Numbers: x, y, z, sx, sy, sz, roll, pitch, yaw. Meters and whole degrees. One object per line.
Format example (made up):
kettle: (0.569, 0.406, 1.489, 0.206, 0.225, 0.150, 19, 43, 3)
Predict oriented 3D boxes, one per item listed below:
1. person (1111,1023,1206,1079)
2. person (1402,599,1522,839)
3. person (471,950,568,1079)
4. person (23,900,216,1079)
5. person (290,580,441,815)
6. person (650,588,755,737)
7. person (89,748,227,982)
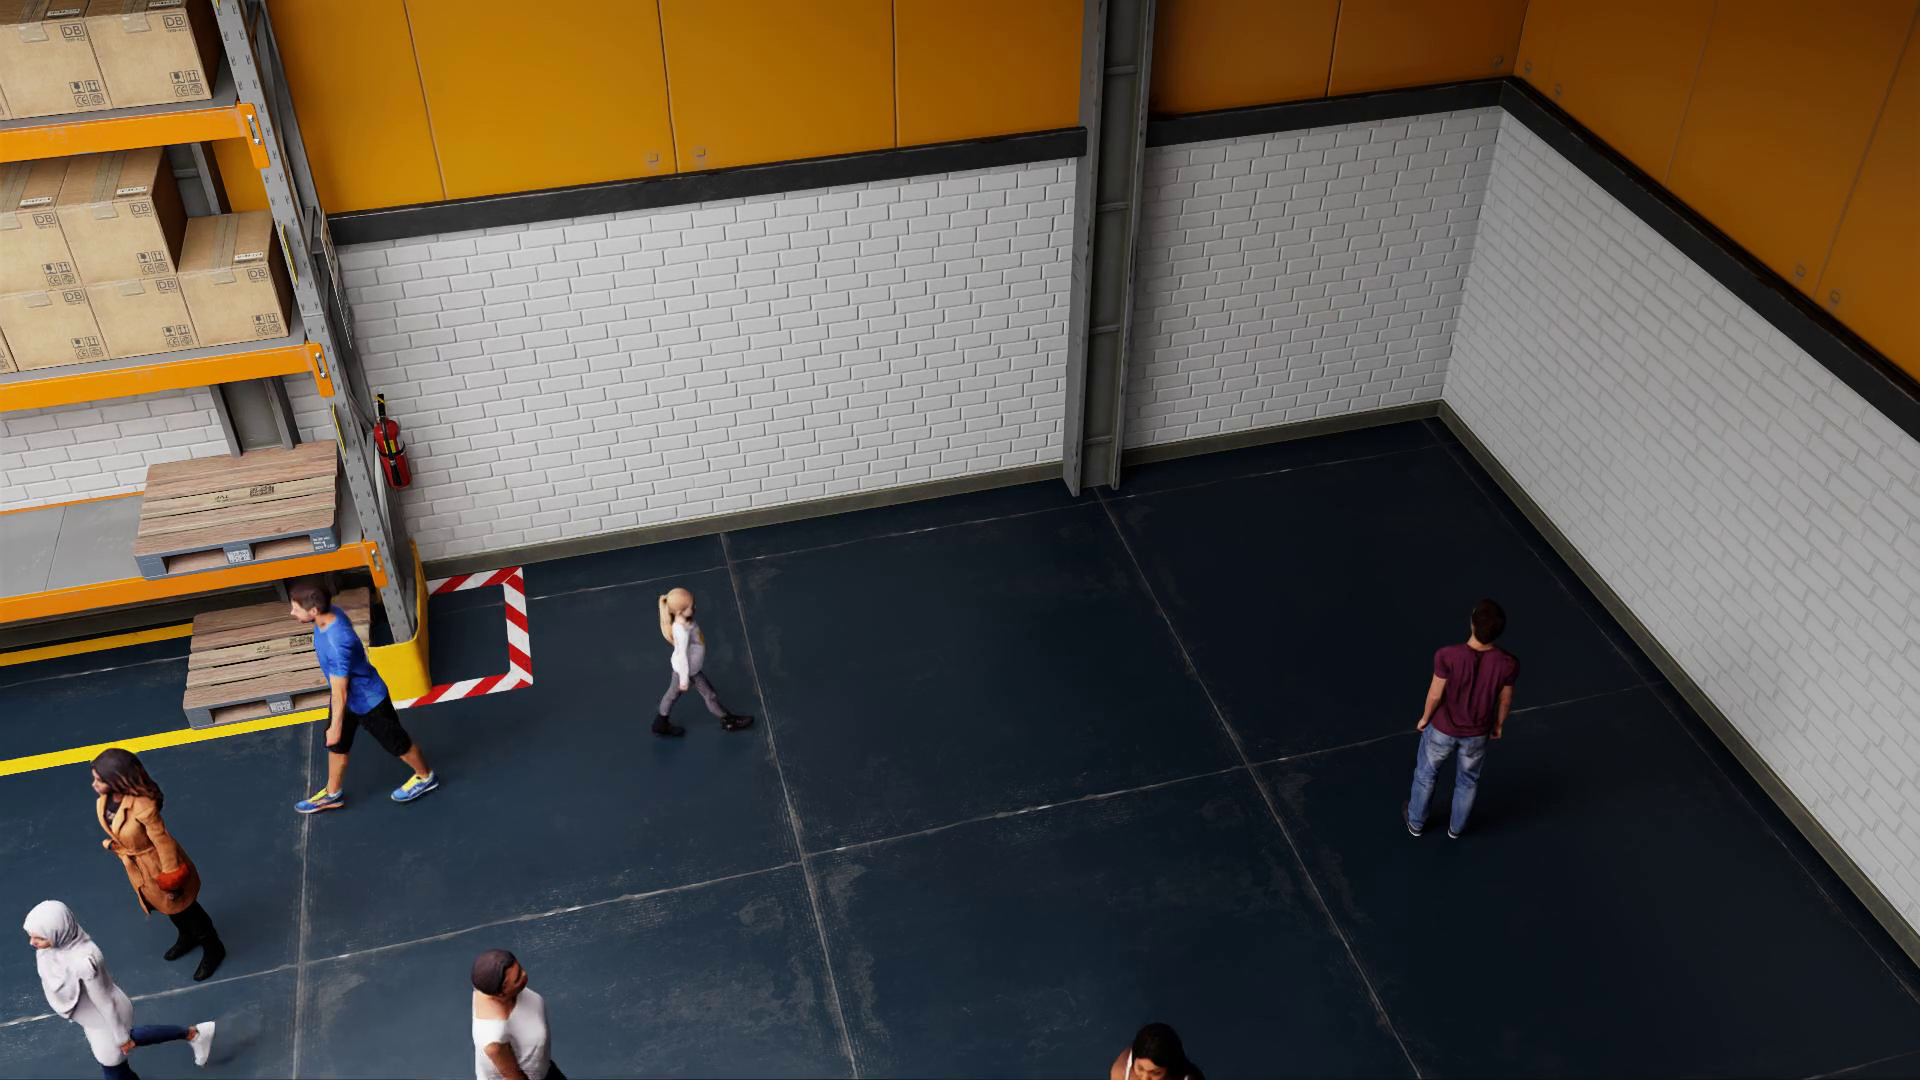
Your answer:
person: (0.947, 2.826, 7.908, 1.129, 1.786, 1.080, 12, 40, 14)
person: (3.019, 1.094, 10.019, 0.642, 1.858, 0.791, 6, 39, 7)
person: (-2.256, 2.622, 8.253, 0.633, 1.673, 0.662, -6, 39, -8)
person: (-4.313, 2.377, 8.488, 1.056, 1.764, 0.899, -31, 48, -33)
person: (-3.588, 0.942, 10.235, 1.171, 1.826, 0.882, -25, 45, -28)
person: (-1.837, 0.834, 10.836, 0.899, 1.246, 0.500, -9, 39, -11)
person: (-4.472, 1.802, 9.243, 0.782, 1.720, 0.825, 23, 44, 26)
